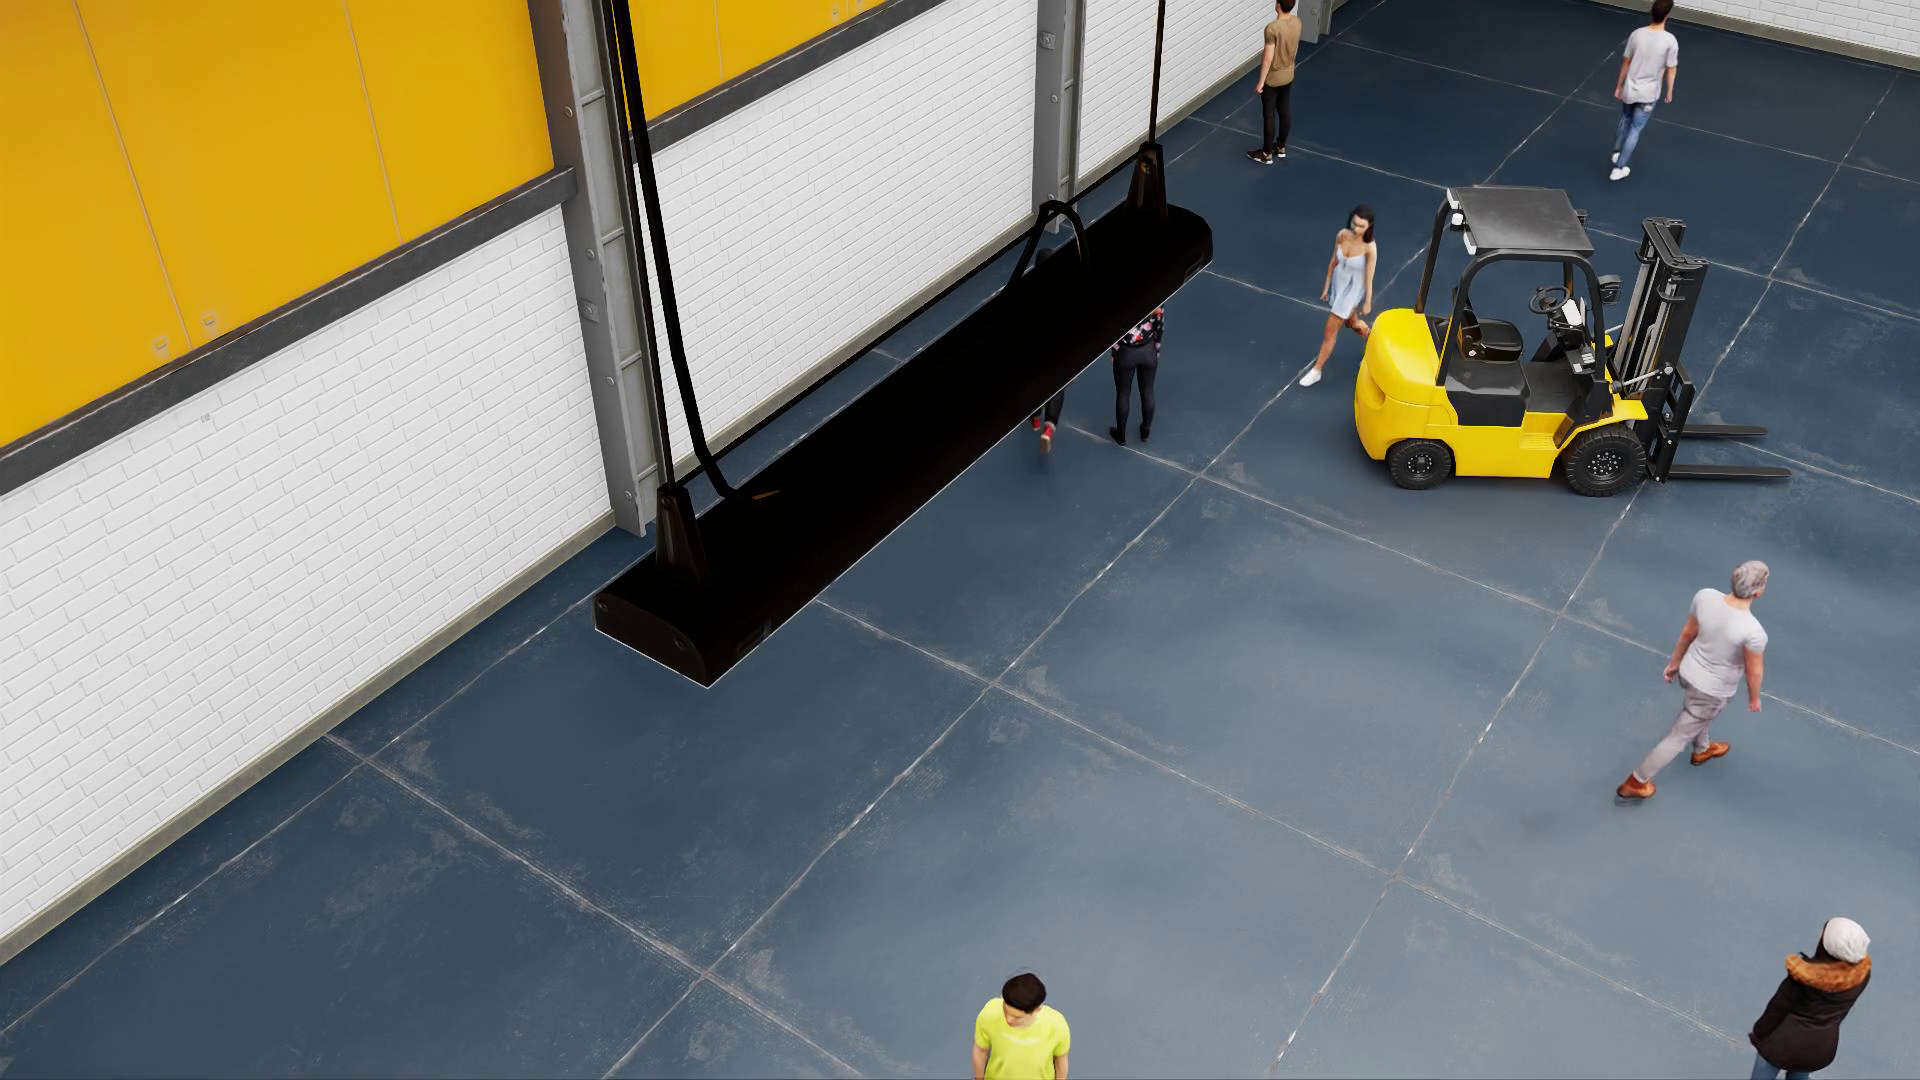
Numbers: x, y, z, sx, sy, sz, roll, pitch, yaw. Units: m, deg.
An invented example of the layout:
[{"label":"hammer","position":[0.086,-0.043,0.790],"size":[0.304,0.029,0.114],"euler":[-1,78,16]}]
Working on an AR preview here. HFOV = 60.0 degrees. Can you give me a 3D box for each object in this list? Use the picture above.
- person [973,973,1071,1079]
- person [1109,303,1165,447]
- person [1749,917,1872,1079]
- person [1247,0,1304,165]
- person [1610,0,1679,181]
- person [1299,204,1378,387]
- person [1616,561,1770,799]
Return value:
[{"label":"person","position":[0.293,2.661,8.193],"size":[0.692,1.706,0.679],"euler":[5,39,6]},{"label":"person","position":[1.427,-1.515,13.441],"size":[0.644,1.682,0.704],"euler":[-6,39,-7]},{"label":"person","position":[4.270,2.502,8.451],"size":[0.724,1.632,0.773],"euler":[-4,39,-4]},{"label":"person","position":[3.353,-4.889,17.531],"size":[0.625,1.851,0.790],"euler":[-25,45,-28]},{"label":"person","position":[7.002,-4.626,17.189],"size":[0.906,1.866,0.782],"euler":[-29,47,-32]},{"label":"person","position":[3.379,-2.118,14.194],"size":[1.189,1.685,0.829],"euler":[-24,44,-27]},{"label":"person","position":[4.553,0.927,10.302],"size":[1.292,1.784,1.155],"euler":[-12,40,-14]}]
